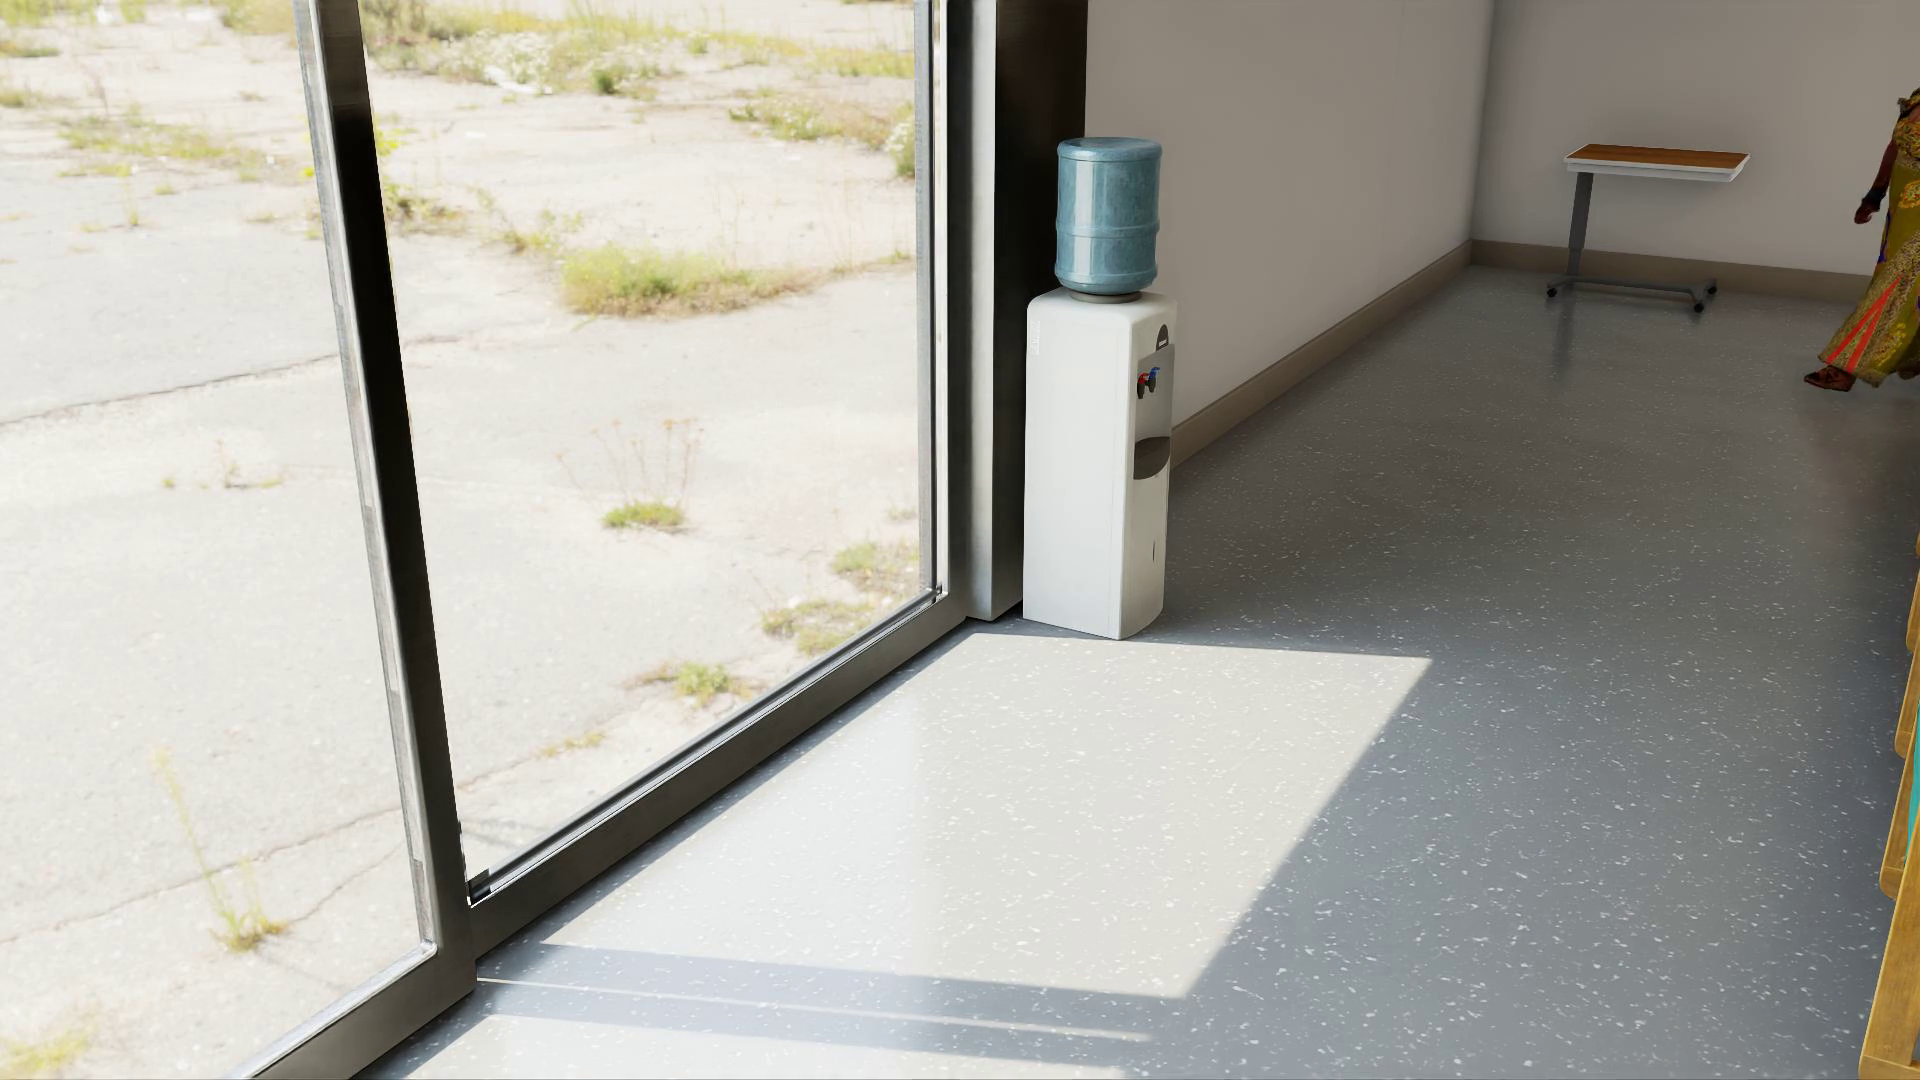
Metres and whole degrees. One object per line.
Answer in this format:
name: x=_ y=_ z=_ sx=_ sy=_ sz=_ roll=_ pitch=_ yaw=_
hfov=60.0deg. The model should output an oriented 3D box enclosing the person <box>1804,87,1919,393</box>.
person: x=4.464 y=-1.455 z=7.561 sx=1.337 sy=1.609 sz=1.162 roll=-1 pitch=21 yaw=-4
